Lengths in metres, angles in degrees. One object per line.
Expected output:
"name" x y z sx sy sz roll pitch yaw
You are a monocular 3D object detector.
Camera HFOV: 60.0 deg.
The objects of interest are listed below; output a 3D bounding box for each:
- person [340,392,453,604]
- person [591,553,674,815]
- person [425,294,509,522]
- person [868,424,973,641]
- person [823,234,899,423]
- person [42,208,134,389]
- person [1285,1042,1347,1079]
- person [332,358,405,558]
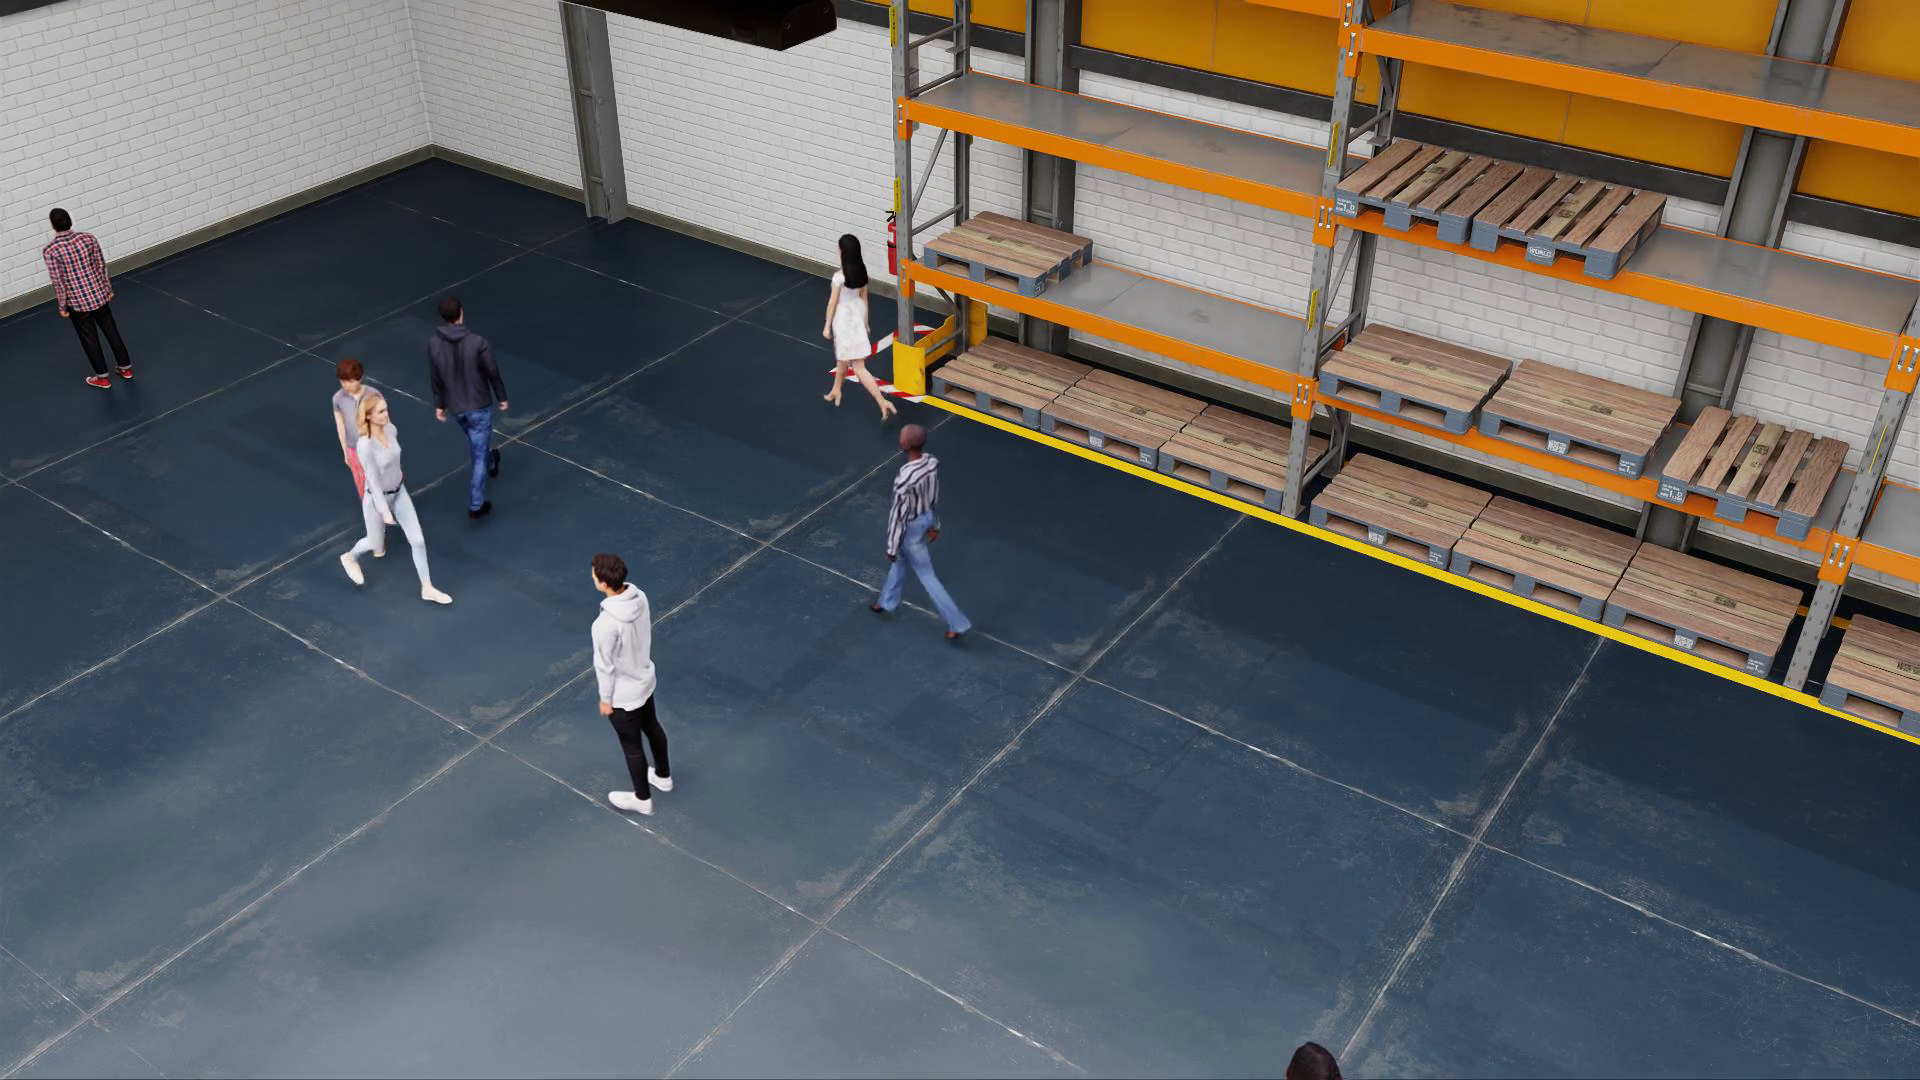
"person" -4.401 -0.298 12.514 1.234 1.755 0.754 14 36 20
"person" -2.084 0.905 10.549 0.709 1.926 0.737 9 35 14
"person" -4.018 -1.025 13.545 1.293 1.823 1.225 2 34 3
"person" -0.248 -0.002 12.072 1.183 1.750 0.751 16 37 23
"person" -0.928 -1.846 14.856 1.158 1.739 0.640 23 40 31
"person" -8.130 -2.261 15.461 0.570 1.761 0.681 22 39 29
"person" 1.640 2.974 7.712 0.762 1.620 0.792 -23 40 -31
"person" -4.698 -0.740 13.292 1.039 1.628 1.068 -4 34 -6
